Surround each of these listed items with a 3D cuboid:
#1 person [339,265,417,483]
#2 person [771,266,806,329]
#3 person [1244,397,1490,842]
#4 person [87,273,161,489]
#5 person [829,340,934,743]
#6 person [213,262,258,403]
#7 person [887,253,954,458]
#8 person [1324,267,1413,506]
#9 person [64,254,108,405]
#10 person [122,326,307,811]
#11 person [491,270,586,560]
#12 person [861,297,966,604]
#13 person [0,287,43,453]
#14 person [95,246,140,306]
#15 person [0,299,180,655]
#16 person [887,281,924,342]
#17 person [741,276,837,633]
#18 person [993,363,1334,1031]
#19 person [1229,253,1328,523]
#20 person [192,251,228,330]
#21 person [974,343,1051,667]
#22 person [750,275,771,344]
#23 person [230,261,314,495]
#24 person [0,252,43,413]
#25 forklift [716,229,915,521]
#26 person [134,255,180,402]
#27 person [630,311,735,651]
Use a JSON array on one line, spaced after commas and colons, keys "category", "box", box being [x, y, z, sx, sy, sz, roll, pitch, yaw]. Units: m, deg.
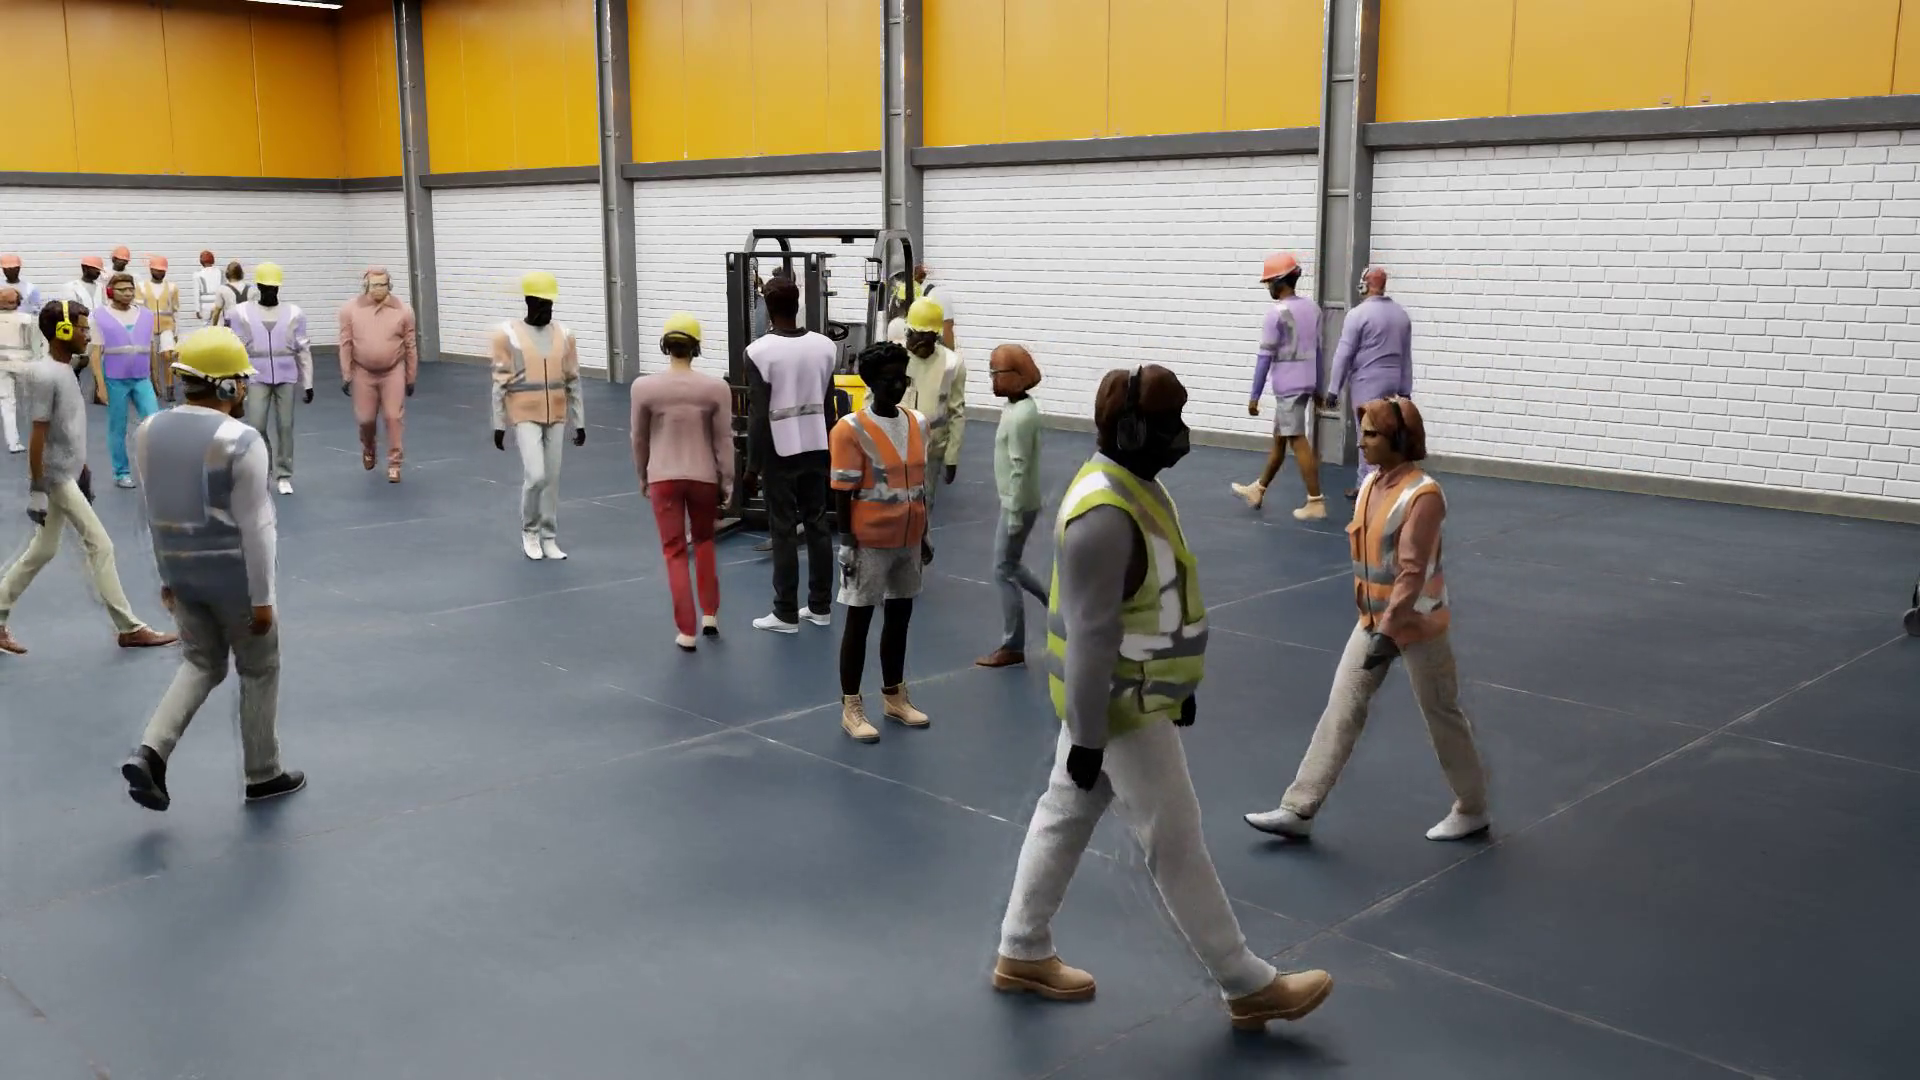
[{"category": "person", "box": [-5.050, -1.447, 14.485, 0.656, 1.882, 0.621, -3, 11, -16]}, {"category": "person", "box": [-1.564, -1.773, 16.364, 0.680, 1.841, 0.559, 5, 11, 25]}, {"category": "person", "box": [1.487, 0.299, 5.761, 0.902, 1.581, 0.511, -3, 11, -15]}, {"category": "person", "box": [-6.910, -1.311, 13.900, 0.777, 1.815, 0.602, 8, 13, 37]}, {"category": "person", "box": [-0.321, 0.001, 7.077, 0.540, 1.695, 0.317, -10, 14, -44]}, {"category": "person", "box": [-9.248, -2.655, 21.333, 0.998, 1.795, 0.512, 9, 14, 40]}, {"category": "person", "box": [-0.346, -1.754, 15.709, 0.839, 2.000, 0.801, 7, 13, 34]}, {"category": "person", "box": [3.177, -1.194, 13.093, 0.661, 1.877, 0.744, -8, 13, -38]}, {"category": "person", "box": [-11.057, -2.664, 21.043, 0.671, 1.903, 0.562, 7, 13, 34]}, {"category": "person", "box": [-2.743, 0.131, 6.057, 0.595, 1.808, 0.613, 4, 11, 19]}, {"category": "person", "box": [-2.730, -0.798, 10.857, 0.611, 1.906, 0.434, -9, 14, -41]}, {"category": "person", "box": [-0.272, -0.507, 9.634, 0.638, 1.780, 0.670, -1, 10, -7]}, {"category": "person", "box": [-9.334, -1.692, 16.511, 0.546, 1.606, 0.745, -2, 11, -9]}, {"category": "person", "box": [-12.716, -3.437, 25.095, 0.682, 1.960, 1.031, -6, 12, -28]}, {"category": "person", "box": [-4.623, -0.314, 8.490, 0.981, 1.819, 0.542, -3, 11, -18]}, {"category": "person", "box": [-0.479, -1.407, 14.650, 0.690, 1.744, 0.527, 7, 13, 35]}, {"category": "person", "box": [-0.905, -0.452, 8.959, 0.587, 1.915, 0.393, -10, 14, -43]}, {"category": "person", "box": [0.519, 0.427, 4.485, 0.954, 1.794, 0.640, 2, 11, 9]}, {"category": "person", "box": [2.386, -1.144, 12.522, 1.033, 1.986, 0.630, 10, 15, 44]}, {"category": "person", "box": [-12.421, -3.854, 27.604, 0.595, 1.877, 0.457, -9, 14, -41]}, {"category": "person", "box": [0.332, -0.159, 8.156, 0.457, 1.614, 0.520, 1, 10, 4]}, {"category": "person", "box": [-2.598, -2.550, 21.159, 0.507, 1.631, 0.265, -10, 14, -44]}, {"category": "person", "box": [-5.652, -1.326, 13.697, 0.622, 1.914, 0.402, -5, 11, -25]}, {"category": "person", "box": [-11.227, -2.451, 19.790, 0.548, 1.937, 0.368, -4, 11, -23]}, {"category": "forklift", "box": [-1.050, -1.319, 12.920, 1.214, 2.155, 2.313, 2, 11, 13]}, {"category": "person", "box": [-10.416, -2.753, 21.608, 0.554, 1.890, 0.972, -6, 12, -30]}, {"category": "person", "box": [-1.441, -0.308, 8.641, 0.518, 1.740, 0.538, -3, 11, -15]}]
